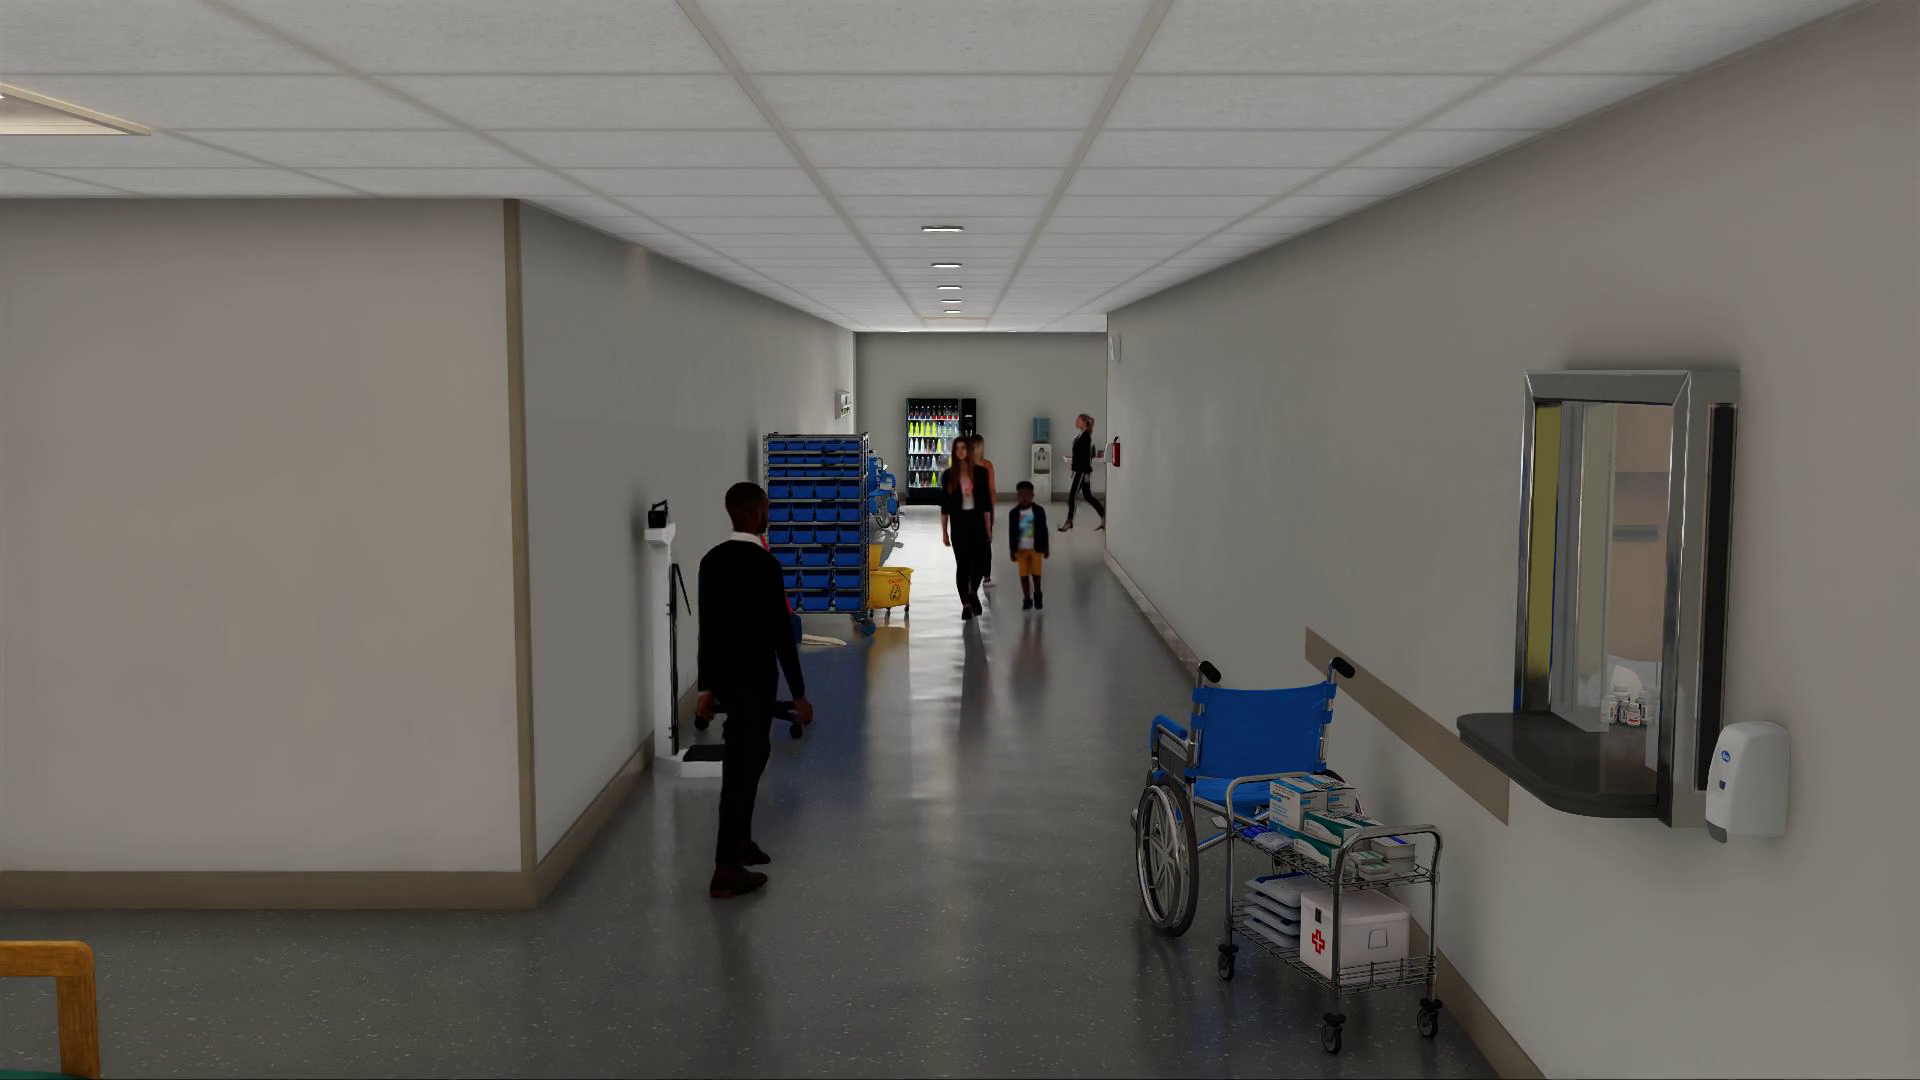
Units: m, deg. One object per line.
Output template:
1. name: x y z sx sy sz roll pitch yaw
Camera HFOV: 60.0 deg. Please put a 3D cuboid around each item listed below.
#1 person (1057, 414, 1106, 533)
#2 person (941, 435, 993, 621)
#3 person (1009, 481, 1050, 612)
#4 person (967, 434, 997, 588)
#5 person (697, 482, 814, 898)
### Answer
1. person: 1.818 -0.923 23.544 0.995 1.673 0.626 0 6 2
2. person: 0.060 -0.113 15.377 0.566 1.697 0.689 0 6 -4
3. person: 0.676 0.057 15.904 0.542 1.252 0.634 1 6 9
4. person: 0.172 -0.317 17.748 0.522 1.628 0.669 1 6 12
5. person: -1.016 0.658 7.228 0.877 1.793 0.818 -5 8 -44
